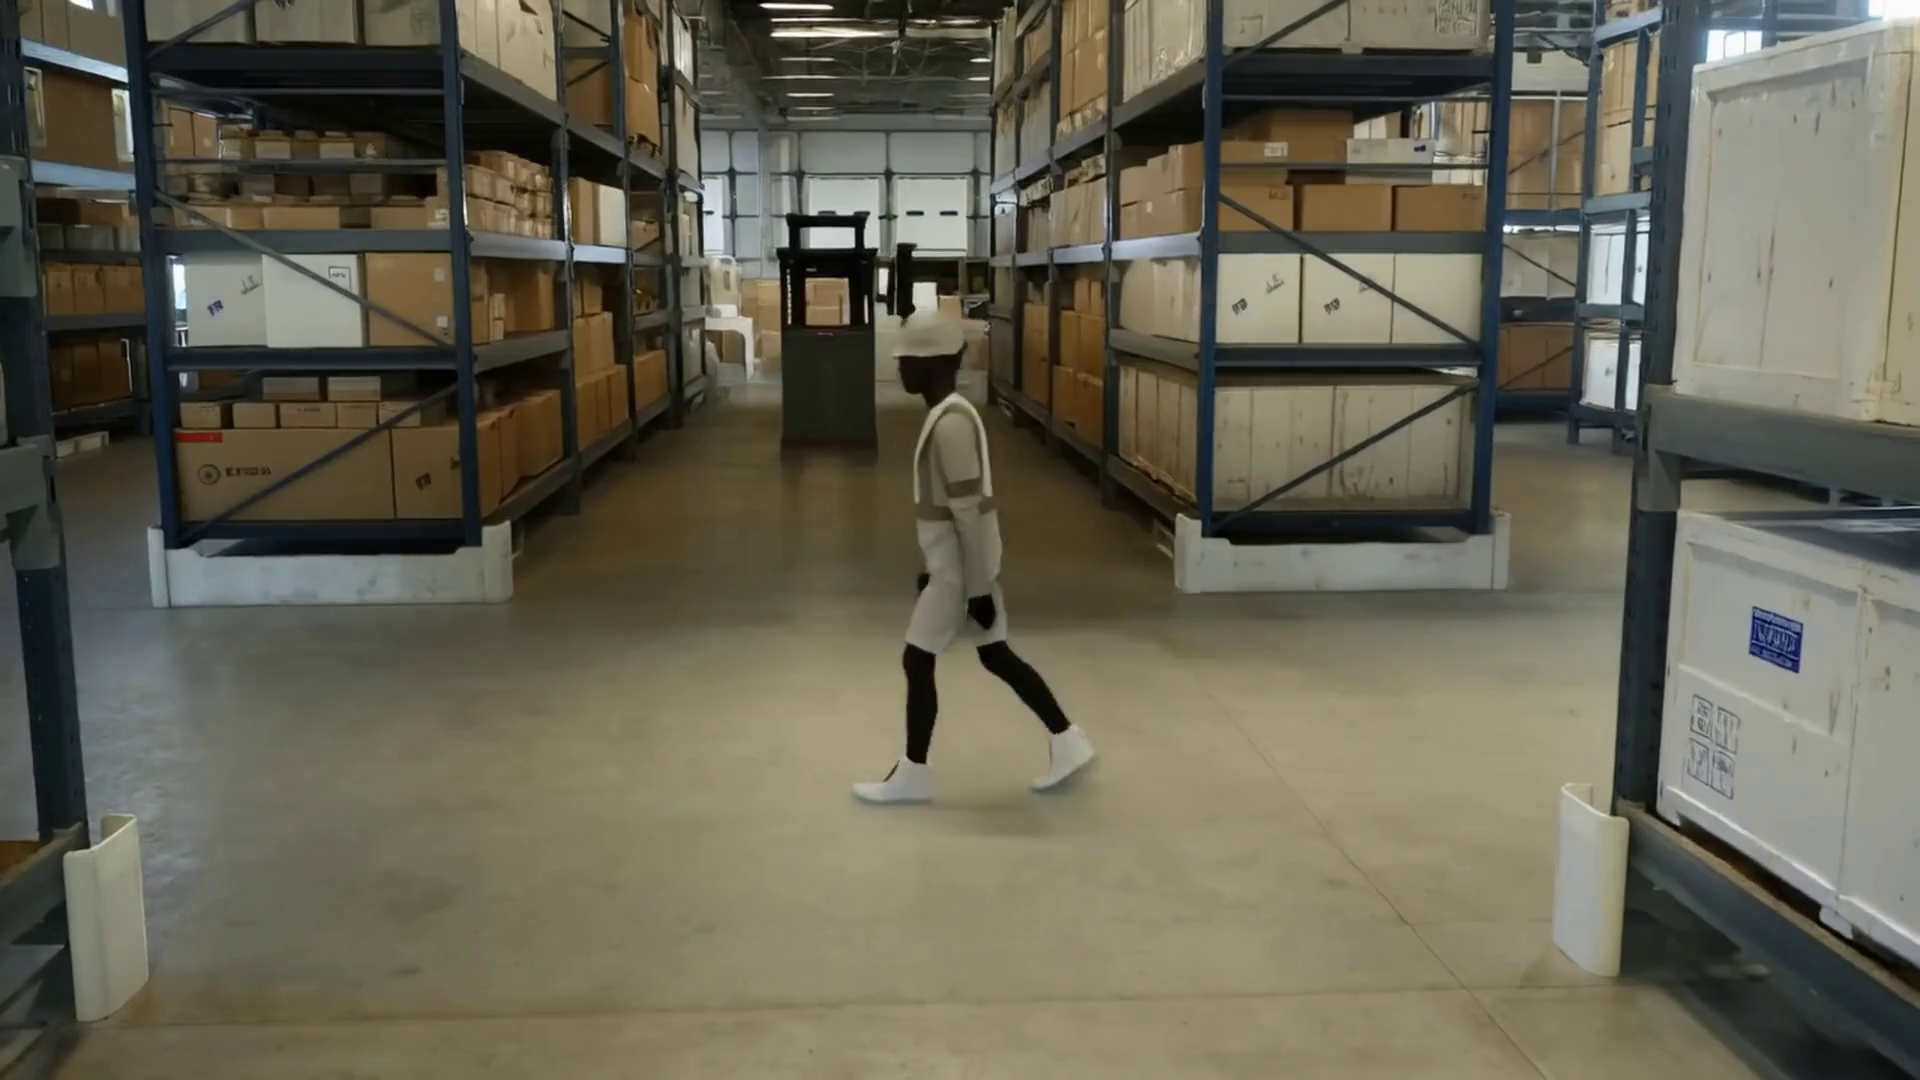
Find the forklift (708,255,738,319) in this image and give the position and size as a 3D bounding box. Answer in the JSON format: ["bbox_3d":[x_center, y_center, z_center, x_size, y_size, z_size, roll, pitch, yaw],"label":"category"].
[{"bbox_3d":[-8.312,-8.585,58.236,1.129,2.768,1.873,-1,9,-4],"label":"forklift"}]

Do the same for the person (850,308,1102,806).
[{"bbox_3d":[0.095,0.080,6.611,0.990,2.007,0.614,1,9,3],"label":"person"}]

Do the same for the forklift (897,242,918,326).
[{"bbox_3d":[-1.194,-5.155,36.697,1.873,2.768,1.129,-1,9,-5],"label":"forklift"}]

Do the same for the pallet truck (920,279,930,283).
[{"bbox_3d":[-0.932,-8.922,63.114,1.885,1.965,0.823,2,9,13],"label":"pallet truck"}]

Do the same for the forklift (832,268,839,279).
[{"bbox_3d":[-3.984,-8.555,58.051,1.129,2.768,1.873,-5,10,-30],"label":"forklift"}]

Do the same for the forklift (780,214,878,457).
[{"bbox_3d":[-1.567,-2.456,19.751,1.129,2.768,1.873,-1,9,-4],"label":"forklift"}]
